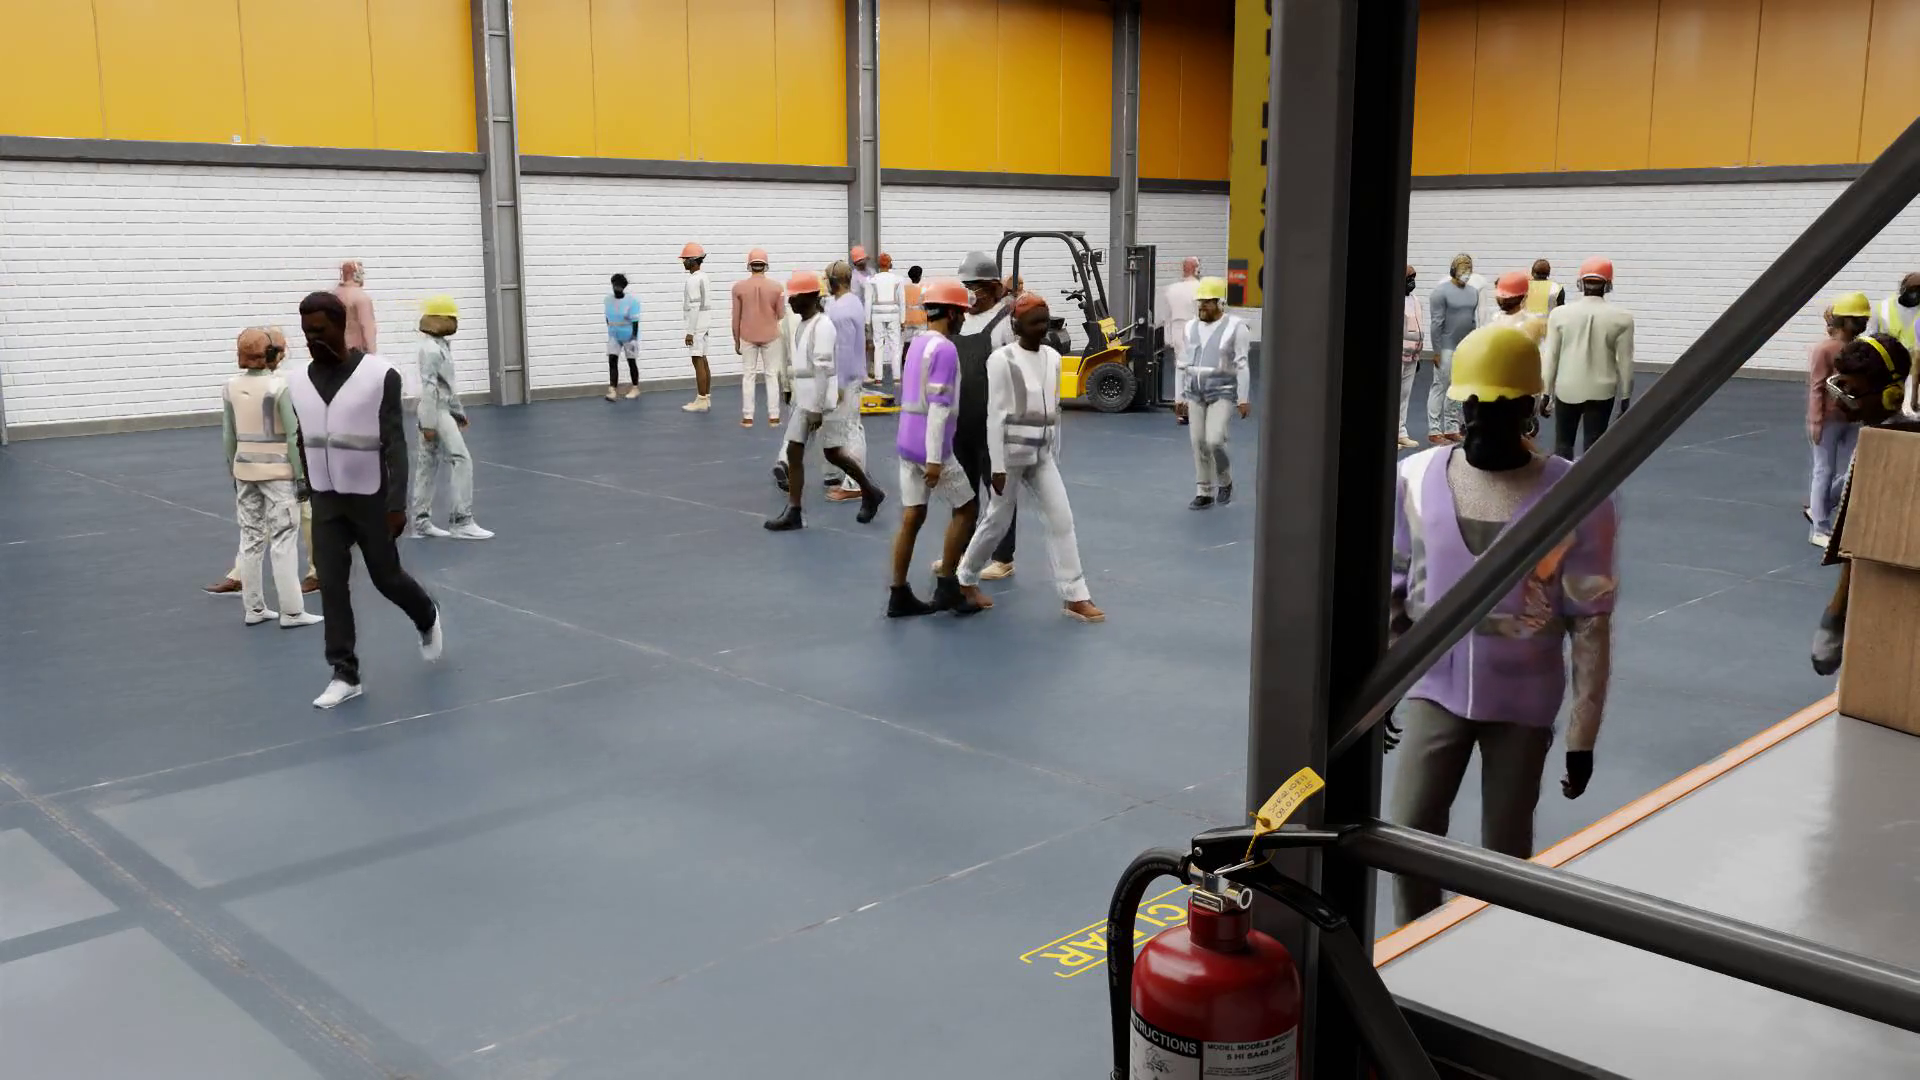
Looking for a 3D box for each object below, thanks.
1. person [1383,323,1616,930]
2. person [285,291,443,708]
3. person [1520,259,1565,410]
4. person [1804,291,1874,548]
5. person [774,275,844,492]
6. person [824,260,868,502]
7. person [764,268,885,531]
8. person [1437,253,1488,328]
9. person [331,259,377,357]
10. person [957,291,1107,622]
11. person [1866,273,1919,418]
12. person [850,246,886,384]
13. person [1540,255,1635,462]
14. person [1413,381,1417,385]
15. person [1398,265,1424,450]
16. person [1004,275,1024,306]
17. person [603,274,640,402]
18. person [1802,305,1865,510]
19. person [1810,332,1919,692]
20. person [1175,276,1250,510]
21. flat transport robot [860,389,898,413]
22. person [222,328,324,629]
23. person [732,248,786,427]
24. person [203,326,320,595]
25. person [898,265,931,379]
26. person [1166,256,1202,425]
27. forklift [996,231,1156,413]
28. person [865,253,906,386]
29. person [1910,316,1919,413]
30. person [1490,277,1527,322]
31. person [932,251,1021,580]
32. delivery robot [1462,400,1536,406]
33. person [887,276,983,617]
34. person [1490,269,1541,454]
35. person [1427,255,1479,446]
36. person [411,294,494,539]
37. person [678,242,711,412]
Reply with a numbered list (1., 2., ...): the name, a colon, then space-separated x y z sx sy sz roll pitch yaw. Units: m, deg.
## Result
1. person: 1.297 0.419 4.199 0.613 1.907 0.650 6 12 30
2. person: -2.802 -0.220 7.779 0.606 1.887 0.820 2 11 10
3. person: 7.071 -2.505 20.342 0.626 1.847 0.429 5 12 27
4. person: 5.976 -0.803 11.283 0.551 1.752 0.376 -4 11 -20
5. person: -1.246 -1.288 13.807 0.602 1.812 0.754 4 11 22
6. person: -0.923 -1.270 13.350 0.352 1.936 0.635 1 10 4
7. person: -0.983 -1.022 12.113 0.906 1.911 0.550 -7 12 -32
8. person: 6.565 -2.812 21.875 0.645 1.884 1.004 2 11 11
9. person: -6.485 -2.048 17.758 0.653 1.878 0.834 9 14 40
10. person: 0.360 -0.474 9.322 0.596 1.838 0.925 -10 15 -44
11. person: 8.903 -1.627 15.744 0.695 1.766 1.020 6 12 28
12. person: -1.341 -3.220 23.867 0.441 1.983 0.726 9 14 40
13. person: 4.608 -1.084 12.204 0.653 1.977 0.528 4 11 23
14. person: 6.242 -3.149 23.779 0.707 1.872 0.645 -3 11 -16
15. person: 4.406 -1.823 16.631 0.632 1.843 0.429 -10 14 -42
16. person: 0.709 -2.661 21.798 0.428 1.618 0.499 -1 10 -7
17. person: -4.342 -2.593 21.362 0.545 1.628 0.881 3 11 15
18. person: 6.864 -1.021 12.899 0.577 1.617 0.316 -1 10 -6
19. person: 3.048 0.234 5.464 0.687 1.834 0.325 -9 13 -39
20. person: 1.936 -1.130 12.910 0.619 1.816 0.428 9 13 39
21. flat transport robot: -1.304 -1.704 20.268 0.652 0.197 1.431 -4 11 -22
22. person: -3.761 -0.330 9.046 0.522 1.636 0.310 4 11 21
23. person: -2.239 -2.258 18.606 0.617 1.987 0.403 -1 10 -5
24. person: -4.089 -0.437 9.712 0.770 1.595 0.492 -10 14 -42
25. person: -0.666 -3.219 24.664 0.532 1.691 0.321 4 11 19
26. person: 2.584 -2.226 18.659 0.452 1.894 0.652 -7 13 -34
27. forklift: 1.222 -2.721 20.561 2.313 2.155 1.214 2 11 13
28. person: -1.060 -3.112 23.541 0.584 1.882 0.337 -2 11 -11
29. person: 7.748 -1.142 12.979 0.419 1.824 0.680 -6 12 -28
30. person: 4.534 -1.345 14.096 0.862 1.817 0.546 -5 11 -25
31. person: 0.098 -0.774 10.367 0.684 2.000 0.538 9 14 40
32. delivery robot: 5.671 -1.395 17.527 0.707 0.478 0.477 0 10 -2
33. person: -0.120 -0.507 9.281 0.678 1.898 0.570 -5 11 -24
34. person: 4.394 -1.194 13.155 0.959 1.890 0.588 -1 10 -7
35. person: 5.030 -1.925 16.942 0.628 1.933 0.377 -6 12 -31
36. person: -3.576 -0.852 11.679 0.704 1.719 0.507 -3 11 -15
37. person: -3.214 -2.577 20.190 0.371 2.044 0.608 1 10 4
